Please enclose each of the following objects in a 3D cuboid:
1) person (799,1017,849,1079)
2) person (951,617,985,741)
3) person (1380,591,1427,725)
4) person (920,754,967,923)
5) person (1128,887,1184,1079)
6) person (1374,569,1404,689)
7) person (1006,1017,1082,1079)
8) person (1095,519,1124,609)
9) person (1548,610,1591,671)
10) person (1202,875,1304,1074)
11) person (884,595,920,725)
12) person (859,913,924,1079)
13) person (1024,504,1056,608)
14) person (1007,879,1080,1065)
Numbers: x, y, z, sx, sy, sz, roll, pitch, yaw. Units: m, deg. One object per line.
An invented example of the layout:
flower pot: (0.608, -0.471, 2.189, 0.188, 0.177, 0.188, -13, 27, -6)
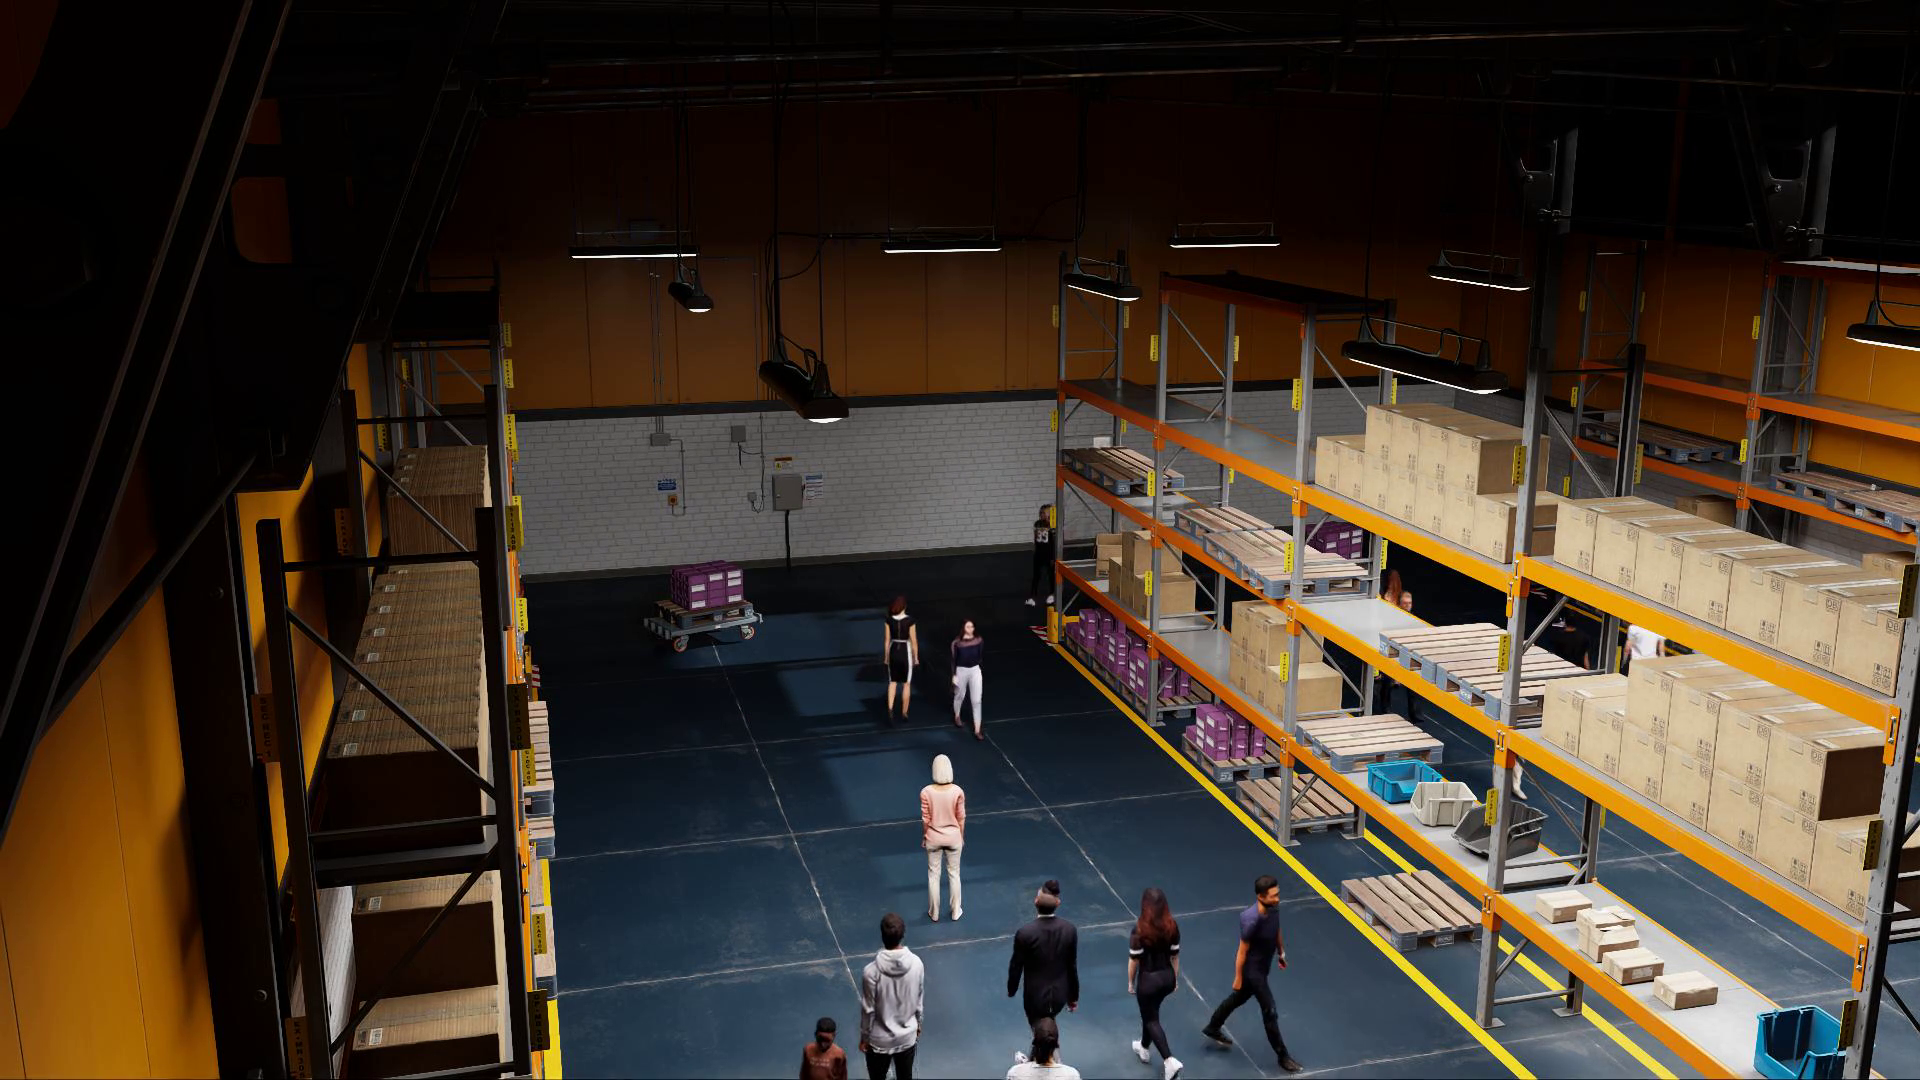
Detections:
person: (-0.988, 4.159, 12.637, 0.867, 1.226, 0.950, 7, 15, 27)
person: (0.066, 1.779, 21.743, 0.627, 1.565, 1.082, -4, 14, -17)
person: (5.846, 1.544, 22.265, 0.734, 1.777, 1.093, -3, 14, -14)
person: (-0.167, 2.956, 16.542, 0.648, 1.726, 0.599, 0, 14, -1)
person: (1.643, 3.691, 13.745, 0.700, 1.614, 1.083, -6, 15, -23)
person: (6.167, 1.277, 23.530, 0.781, 1.701, 0.878, -10, 17, -35)
person: (0.550, 4.162, 11.315, 0.790, 1.842, 0.780, 1, 14, 3)
person: (2.585, 0.510, 26.758, 1.128, 1.672, 0.987, 11, 17, 38)
person: (7.819, 1.791, 21.331, 0.879, 1.737, 0.964, 0, 14, -1)
person: (2.405, 3.581, 13.938, 1.290, 1.737, 1.178, 9, 16, 32)
person: (-0.799, 1.605, 21.978, 0.739, 1.793, 0.803, 4, 14, 16)
person: (-0.497, 3.784, 12.694, 0.742, 1.928, 0.669, -7, 15, -27)
person: (1.479, 0.262, 27.734, 1.096, 1.695, 1.146, 8, 16, 29)
person: (0.728, 3.668, 13.212, 0.862, 1.909, 1.164, -7, 15, -27)
